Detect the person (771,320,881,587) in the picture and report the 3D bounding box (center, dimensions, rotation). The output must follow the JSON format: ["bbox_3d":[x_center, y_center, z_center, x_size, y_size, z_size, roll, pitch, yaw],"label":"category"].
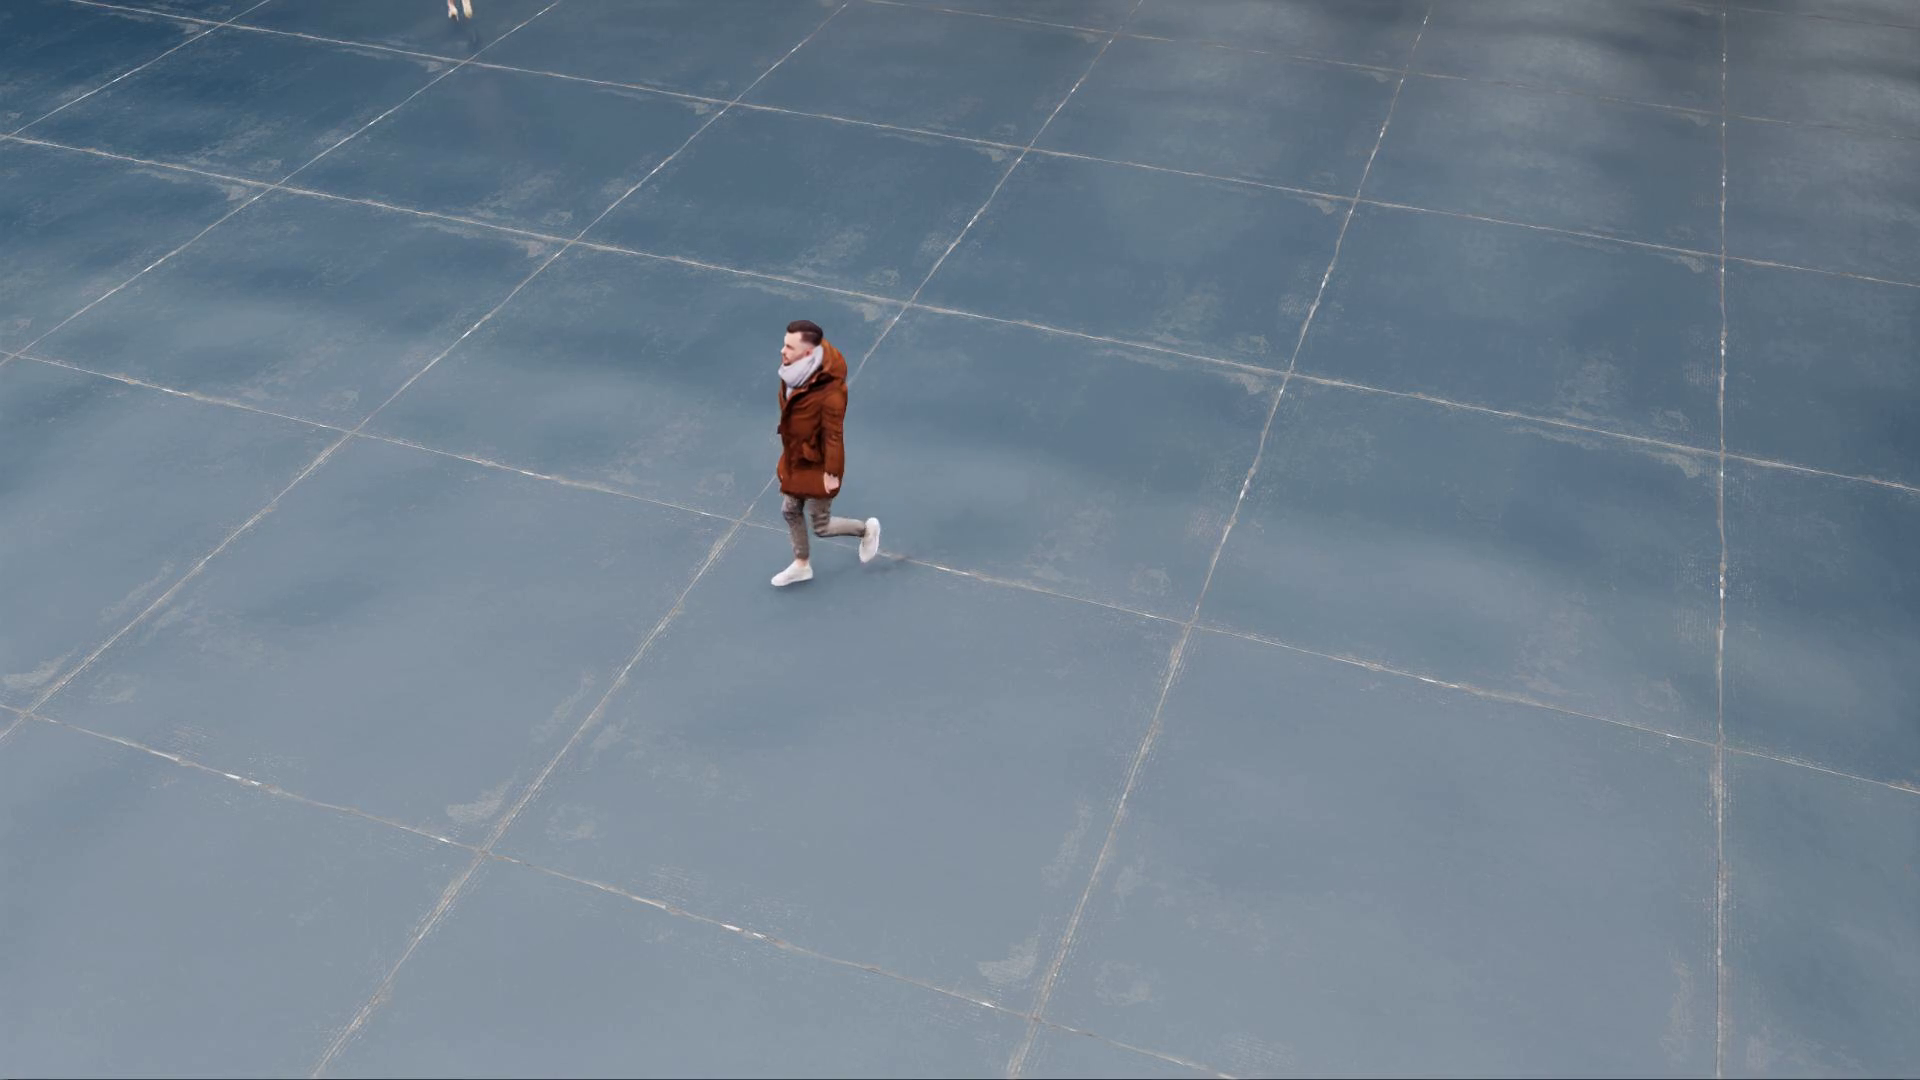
[{"bbox_3d":[-0.805,-0.488,9.805,1.089,1.820,0.985,-24,44,-28],"label":"person"}]
